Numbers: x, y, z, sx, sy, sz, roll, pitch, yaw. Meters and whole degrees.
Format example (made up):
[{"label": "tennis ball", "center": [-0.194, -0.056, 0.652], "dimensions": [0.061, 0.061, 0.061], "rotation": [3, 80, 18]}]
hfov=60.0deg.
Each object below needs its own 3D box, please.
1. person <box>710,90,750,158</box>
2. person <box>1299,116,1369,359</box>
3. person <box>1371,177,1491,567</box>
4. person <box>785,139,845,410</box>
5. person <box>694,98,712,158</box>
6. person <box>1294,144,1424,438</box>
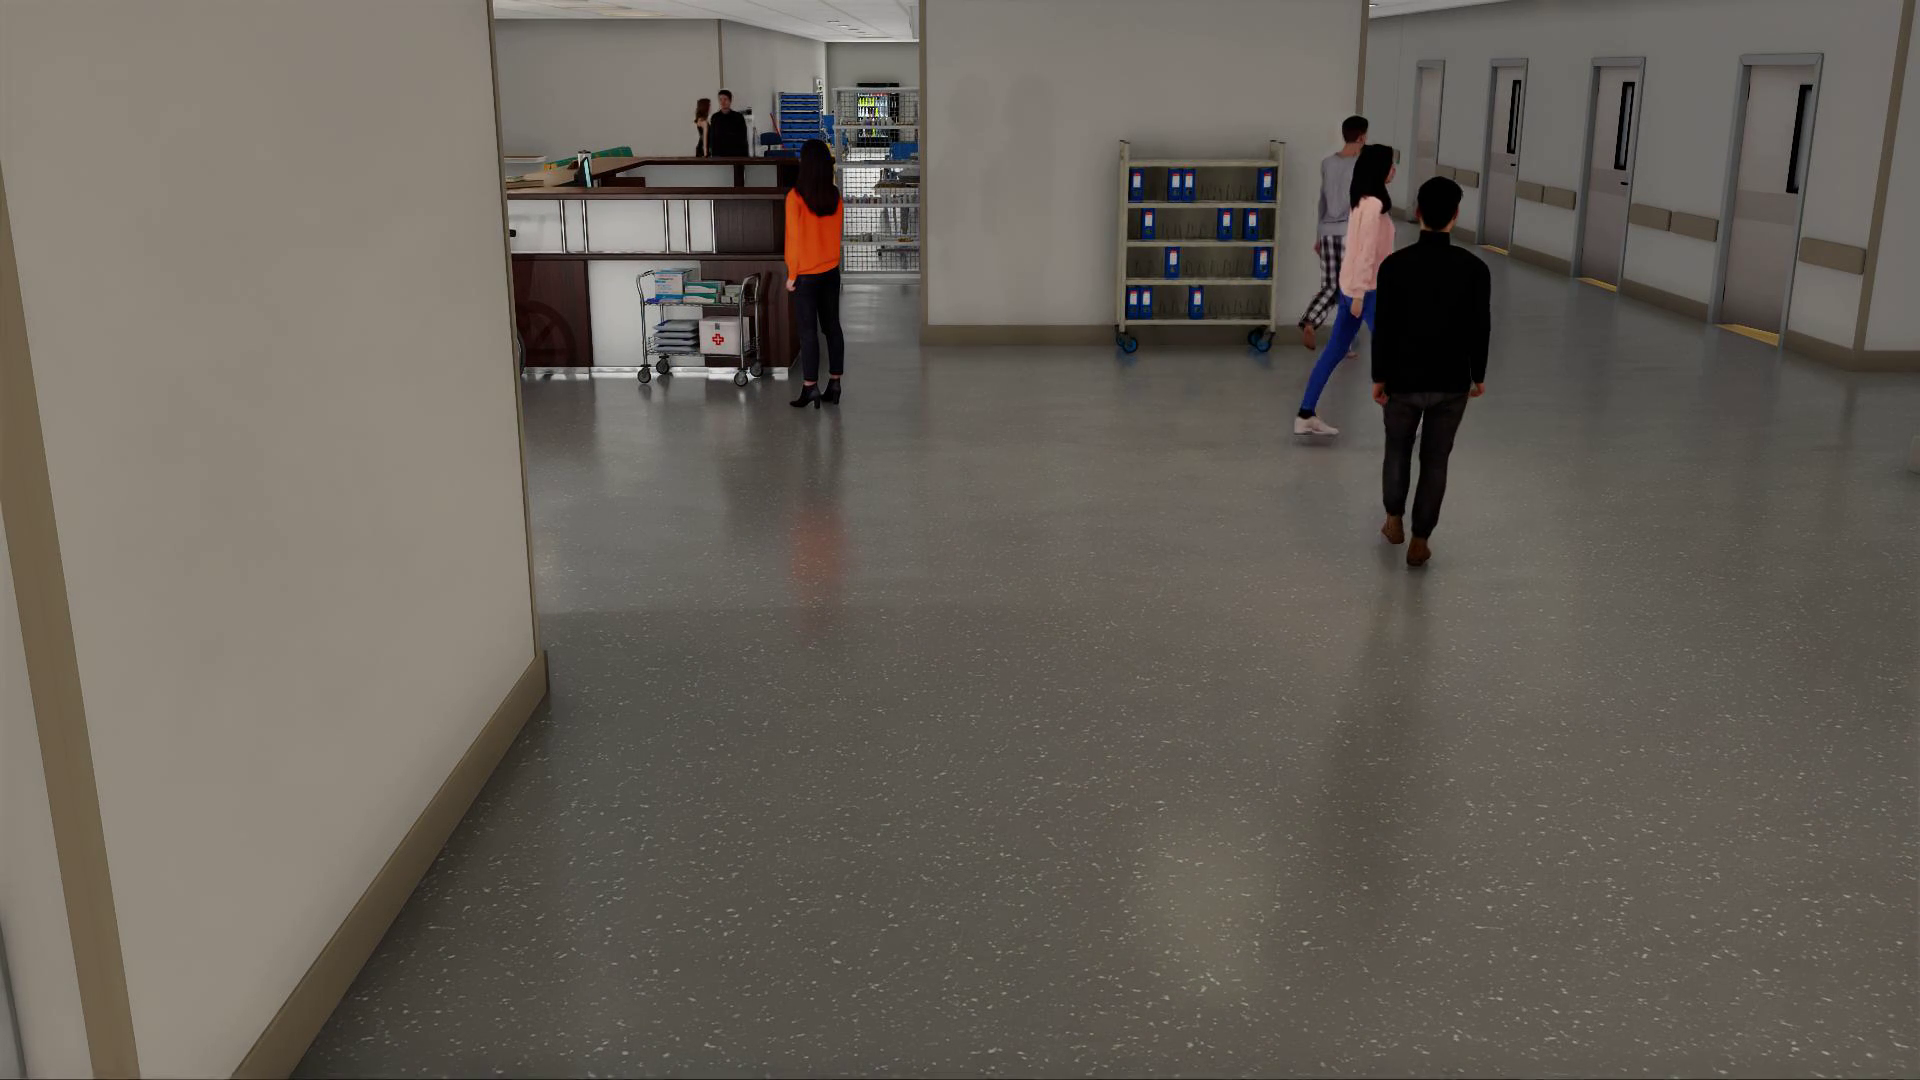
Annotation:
[{"label": "person", "center": [-3.147, -5.201, 22.915], "dimensions": [1.097, 1.899, 0.803], "rotation": [1, 16, 4]}, {"label": "person", "center": [2.865, -2.272, 12.648], "dimensions": [0.957, 1.832, 0.893], "rotation": [-14, 21, -41]}, {"label": "person", "center": [2.072, -0.720, 7.375], "dimensions": [0.854, 1.706, 0.862], "rotation": [6, 17, 20]}, {"label": "person", "center": [-0.946, -1.750, 10.952], "dimensions": [0.758, 1.748, 0.708], "rotation": [14, 21, 40]}, {"label": "person", "center": [-4.297, -6.343, 27.304], "dimensions": [1.092, 1.714, 0.812], "rotation": [-4, 16, -12]}, {"label": "person", "center": [2.282, -1.405, 9.787], "dimensions": [1.146, 1.716, 0.713], "rotation": [1, 16, 4]}]
